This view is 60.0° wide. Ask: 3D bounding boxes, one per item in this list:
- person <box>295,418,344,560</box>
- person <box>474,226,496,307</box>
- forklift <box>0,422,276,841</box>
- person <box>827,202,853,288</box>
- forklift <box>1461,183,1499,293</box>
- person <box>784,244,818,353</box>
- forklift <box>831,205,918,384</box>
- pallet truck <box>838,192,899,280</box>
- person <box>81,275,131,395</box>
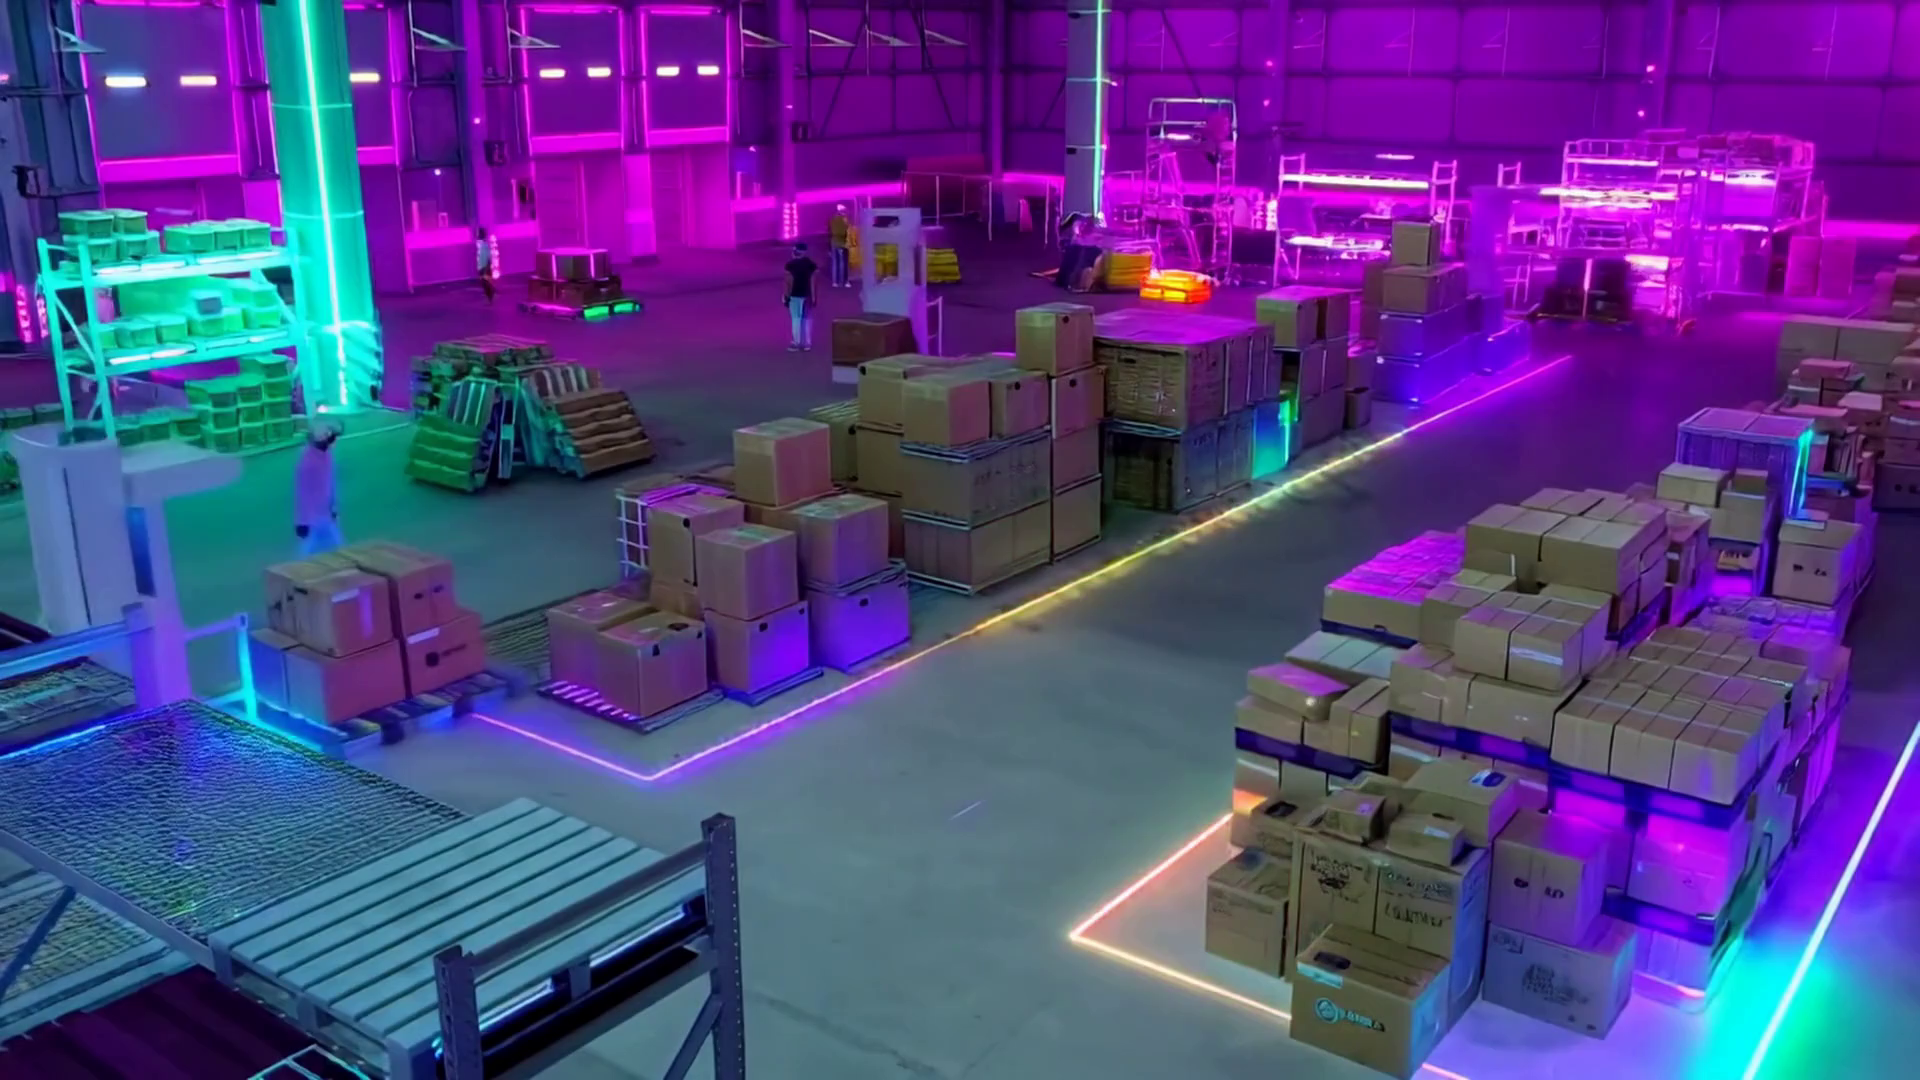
[{"bbox_3d":[-6.208,-0.240,16.278,0.961,1.874,0.700,-6,18,-19],"label":"person"},{"bbox_3d":[-9.936,-5.700,34.701,0.523,1.681,0.544,-13,21,-37],"label":"person"},{"bbox_3d":[-6.180,0.597,11.798,1.129,2.768,1.873,12,21,35],"label":"forklift"},{"bbox_3d":[-2.684,-6.616,37.326,0.589,1.916,0.400,2,17,7],"label":"person"},{"bbox_3d":[9.679,-5.228,31.084,1.873,2.768,1.129,9,19,29],"label":"forklift"},{"bbox_3d":[-2.830,-4.310,29.677,0.634,1.929,0.380,-9,19,-27],"label":"person"},{"bbox_3d":[-1.186,-4.019,27.081,1.129,2.768,1.873,10,20,31],"label":"forklift"},{"bbox_3d":[-1.936,-7.159,38.982,1.885,1.965,0.823,-12,21,-34],"label":"pallet truck"},{"bbox_3d":[-13.489,-3.204,26.074,0.594,1.894,0.756,11,20,32],"label":"person"}]
